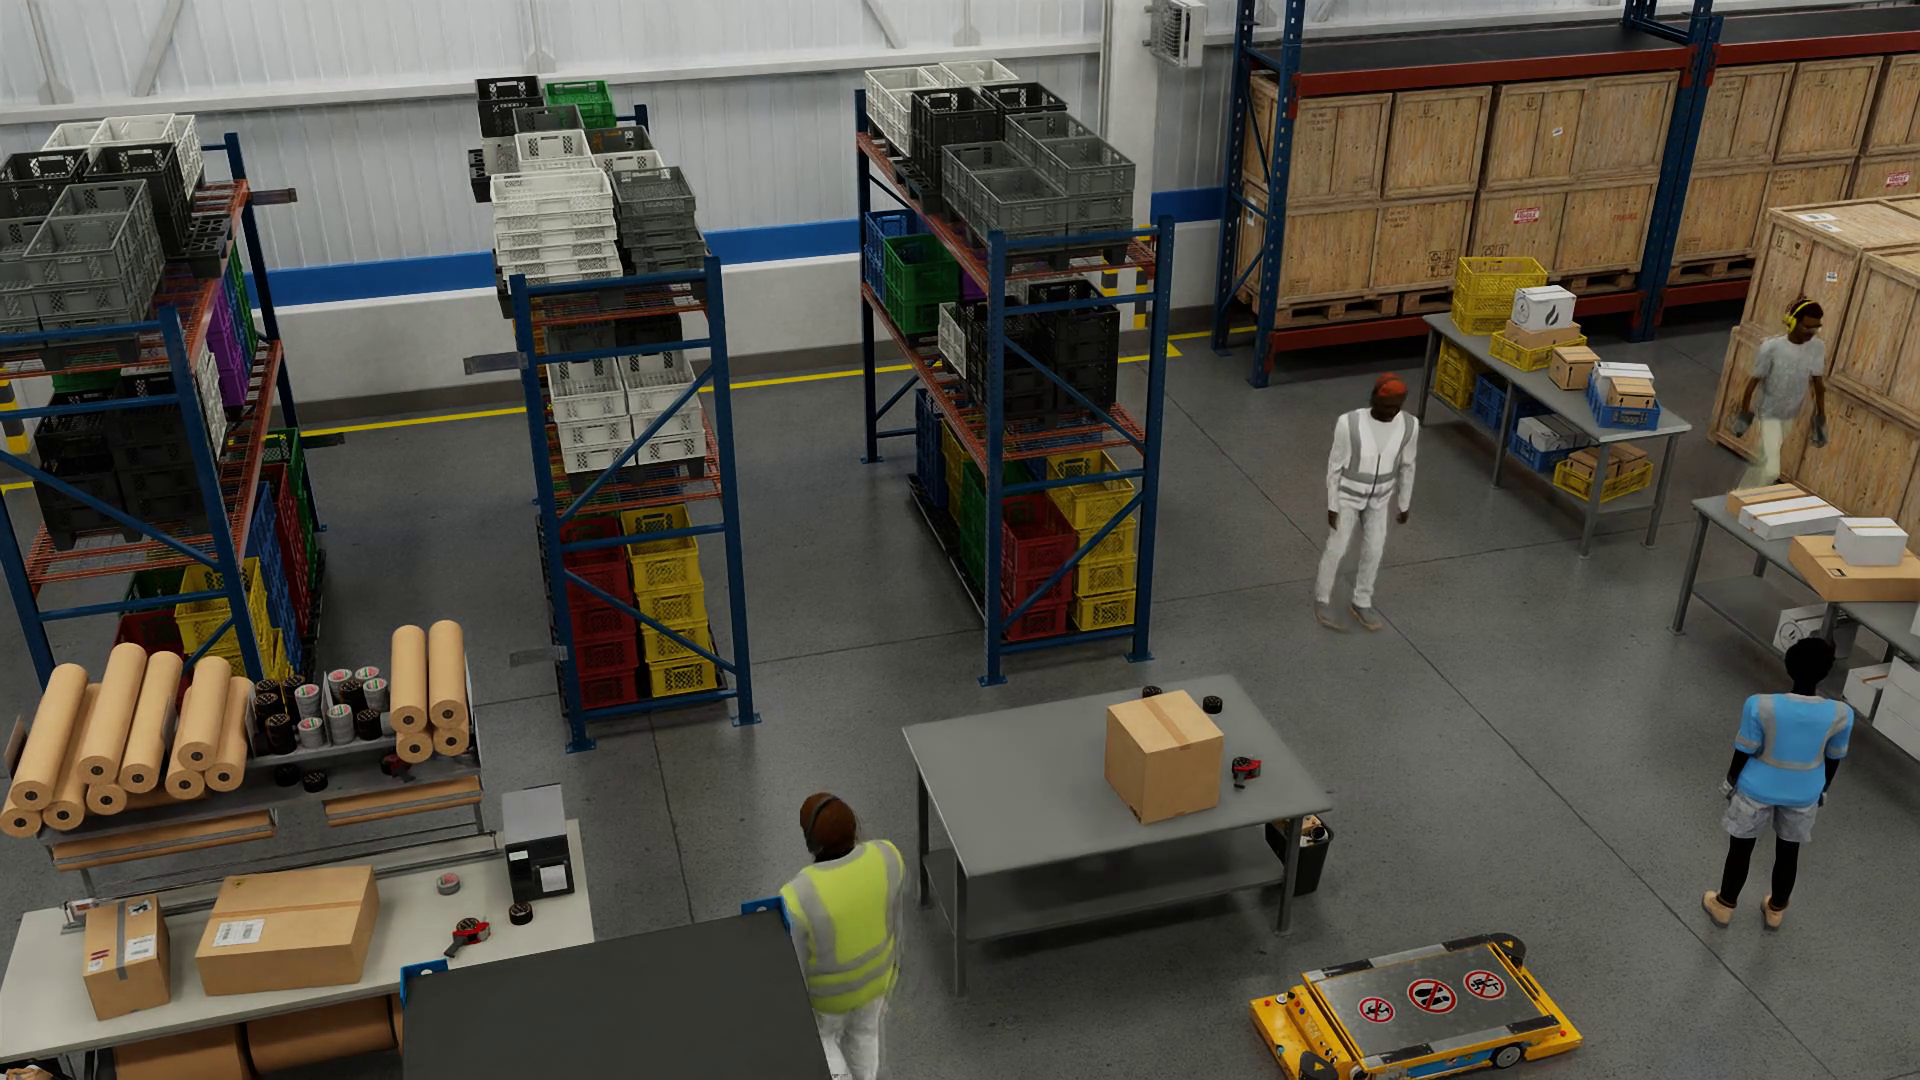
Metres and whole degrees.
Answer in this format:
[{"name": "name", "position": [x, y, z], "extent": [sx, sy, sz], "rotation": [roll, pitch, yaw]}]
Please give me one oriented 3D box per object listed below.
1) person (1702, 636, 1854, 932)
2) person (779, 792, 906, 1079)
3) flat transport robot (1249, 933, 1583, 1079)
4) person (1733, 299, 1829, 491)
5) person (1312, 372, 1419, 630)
[{"name": "person", "position": [4.123, 1.244, 8.395], "extent": [0.539, 1.698, 0.318], "rotation": [4, 29, 8]}, {"name": "person", "position": [-0.490, 1.876, 7.115], "extent": [0.645, 1.826, 0.490], "rotation": [-22, 35, -34]}, {"name": "flat transport robot", "position": [2.184, 2.282, 7.980], "extent": [1.431, 0.197, 0.652], "rotation": [-8, 30, -14]}, {"name": "person", "position": [5.992, -0.840, 12.048], "extent": [0.488, 1.830, 0.804], "rotation": [-8, 30, -15]}, {"name": "person", "position": [2.685, -0.272, 10.975], "extent": [0.610, 1.871, 0.452], "rotation": [-5, 29, -8]}]
